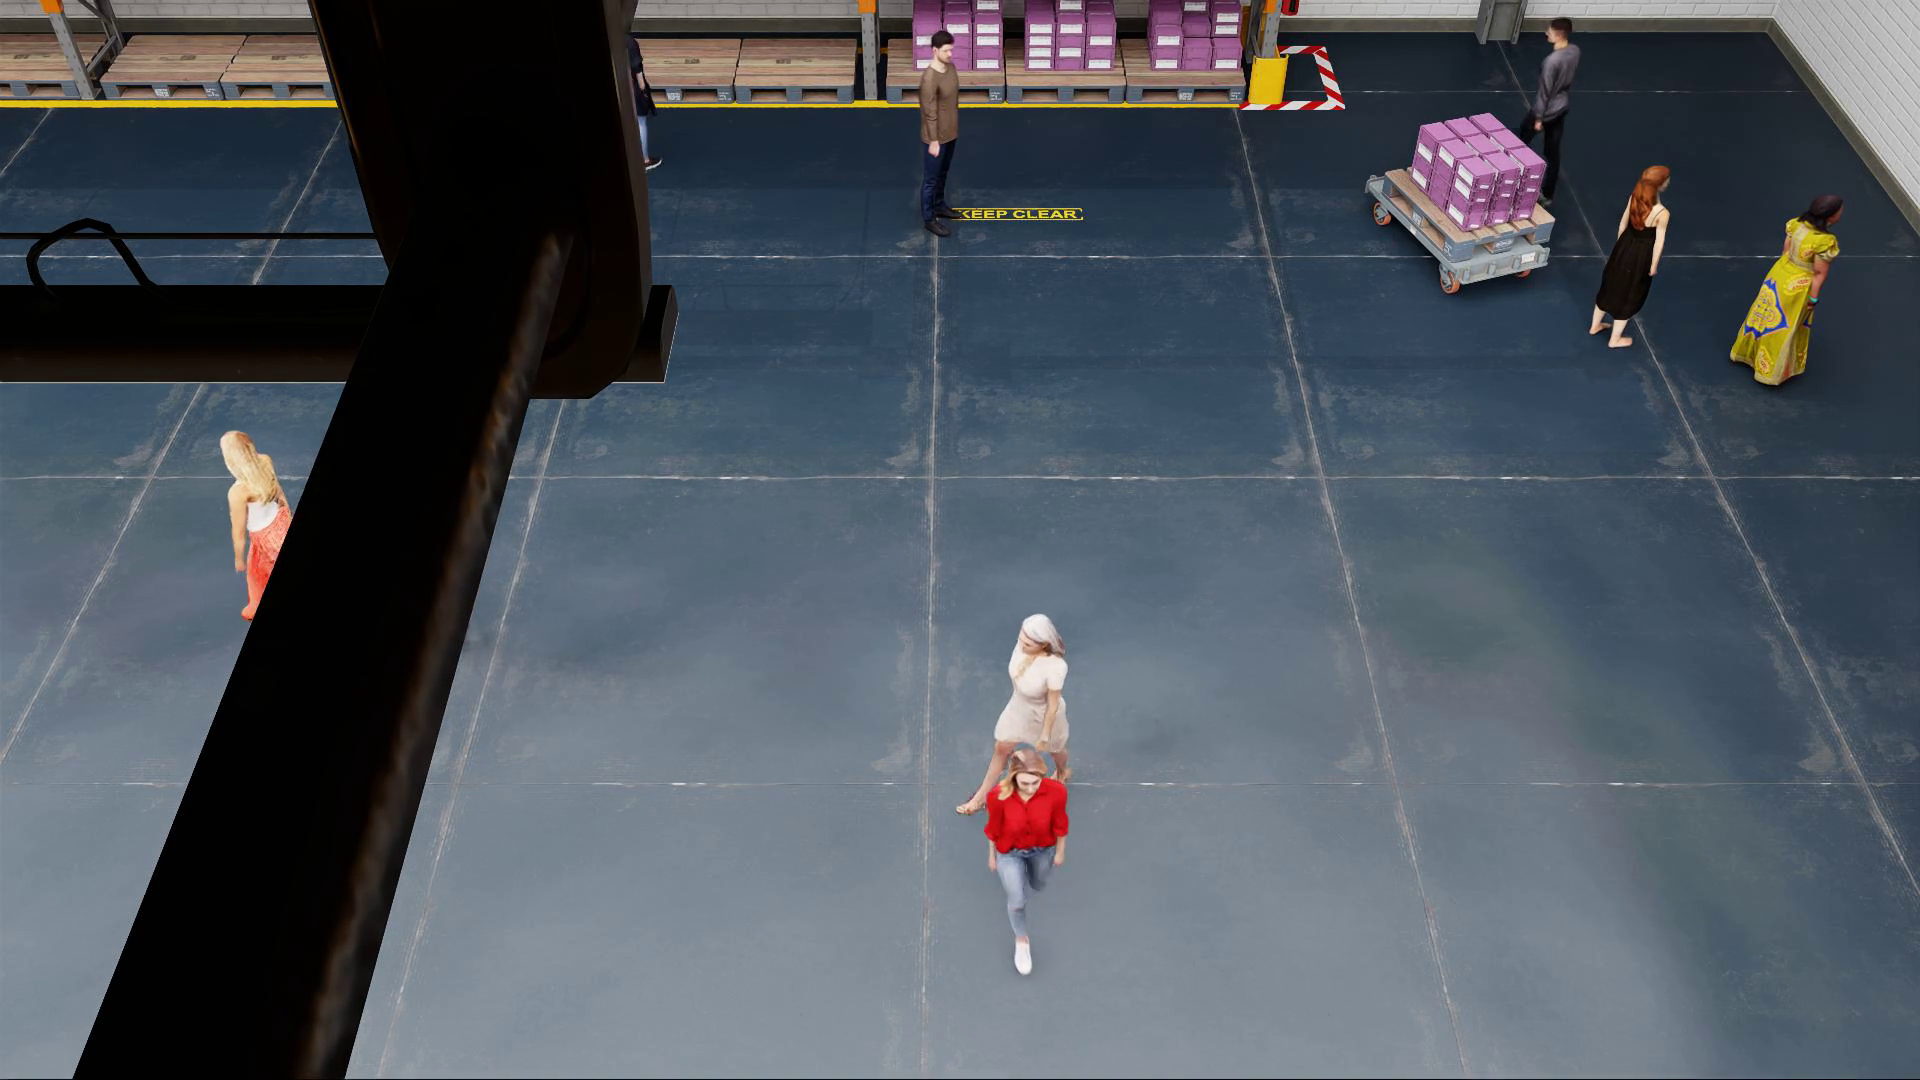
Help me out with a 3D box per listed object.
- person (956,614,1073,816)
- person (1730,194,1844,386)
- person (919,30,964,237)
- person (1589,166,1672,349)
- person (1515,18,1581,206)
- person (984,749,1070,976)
[{"bbox_3d":[0.548,1.010,9.970,1.108,1.705,0.942,-22,48,-22],"label":"person"},{"bbox_3d":[6.607,-2.010,13.172,0.869,1.660,0.925,-9,44,-10],"label":"person"},{"bbox_3d":[-0.181,-3.616,14.694,0.697,1.886,0.725,16,46,16],"label":"person"},{"bbox_3d":[5.465,-2.313,13.516,0.704,1.625,0.675,-21,47,-21],"label":"person"},{"bbox_3d":[5.393,-3.836,15.043,1.094,1.723,1.066,-23,48,-22],"label":"person"},{"bbox_3d":[0.354,1.671,9.290,0.928,1.685,0.744,-4,44,-4],"label":"person"}]
